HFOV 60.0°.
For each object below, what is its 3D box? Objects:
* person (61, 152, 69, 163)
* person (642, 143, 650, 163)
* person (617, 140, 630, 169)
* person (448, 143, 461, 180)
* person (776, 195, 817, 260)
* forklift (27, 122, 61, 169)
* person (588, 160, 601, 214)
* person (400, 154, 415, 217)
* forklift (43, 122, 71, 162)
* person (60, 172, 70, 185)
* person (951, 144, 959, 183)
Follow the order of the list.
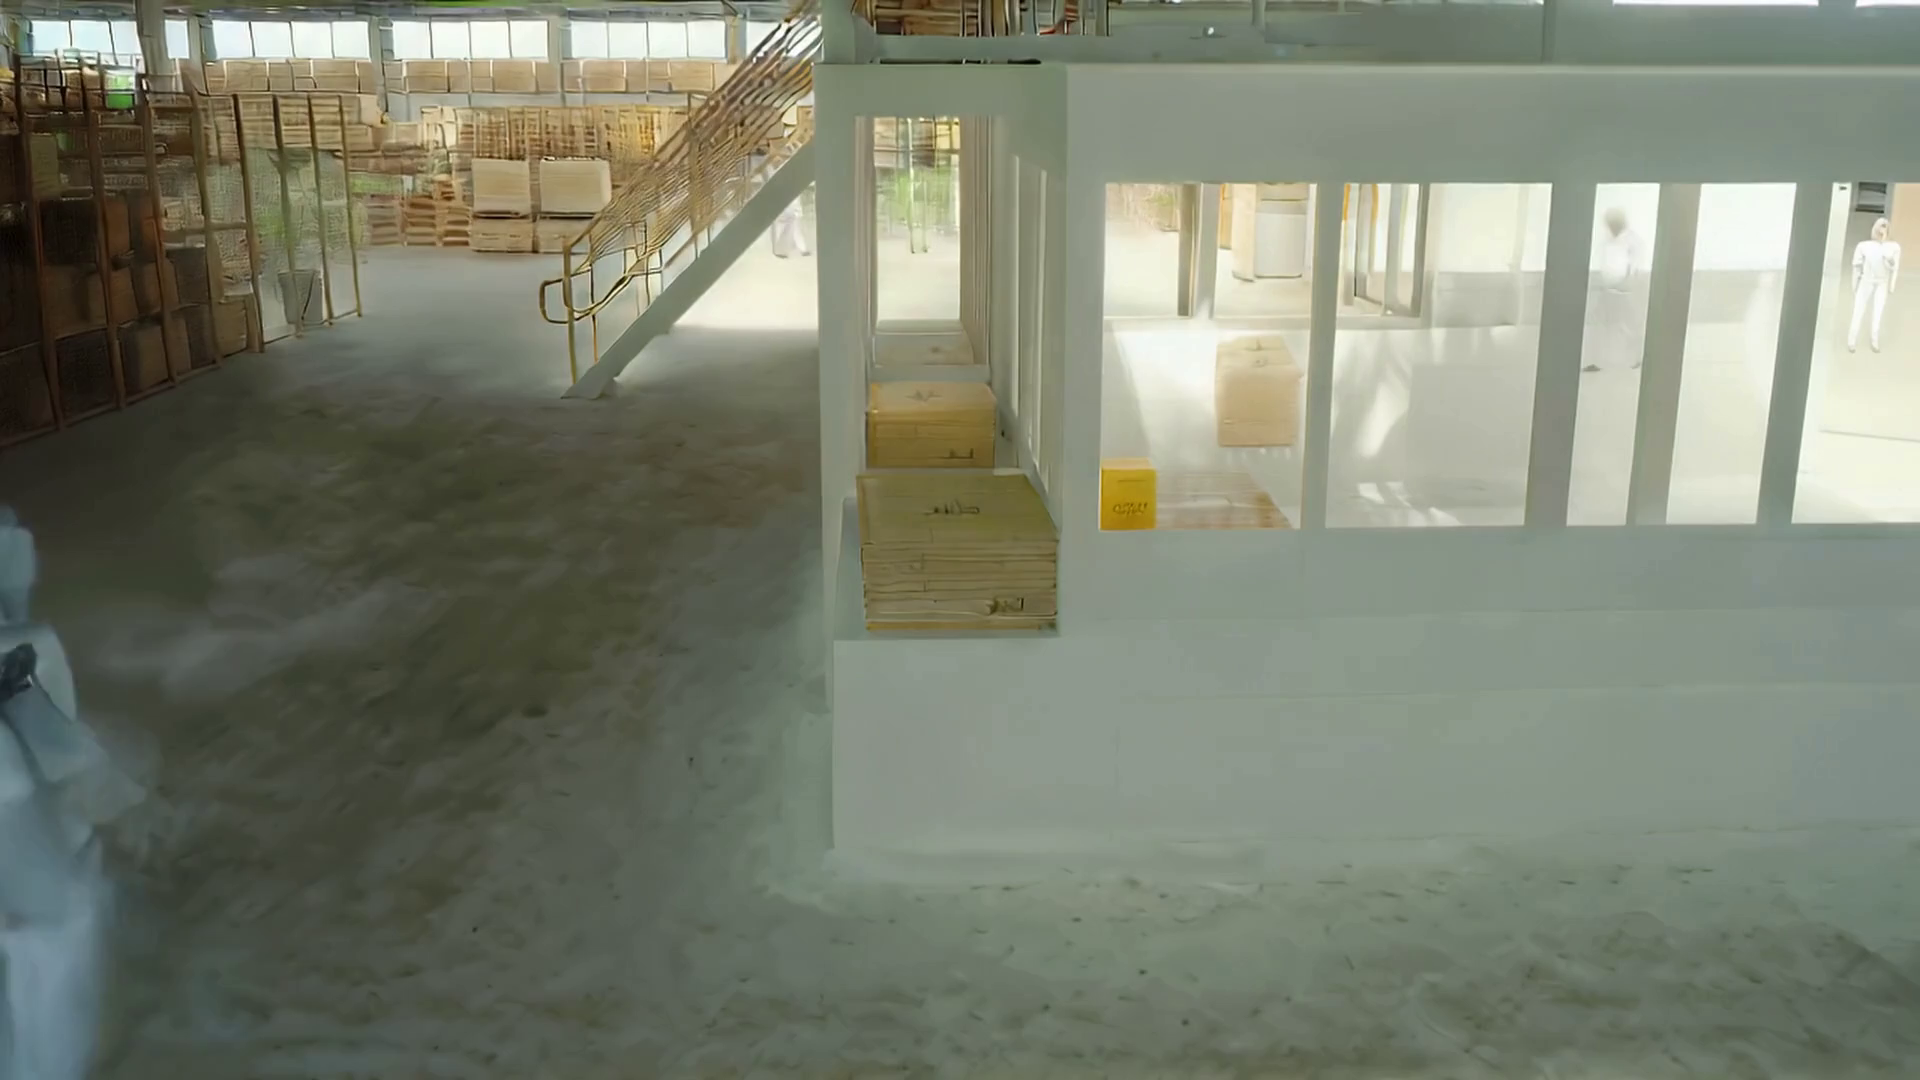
[{"bbox_3d":[-36.336,-14.971,67.689,0.541,1.621,0.351,7,16,25],"label":"person"},{"bbox_3d":[-15.915,-19.239,84.398,0.496,1.811,0.576,-2,14,-7],"label":"person"},{"bbox_3d":[-15.749,-17.671,77.755,0.622,1.993,0.384,-7,16,-26],"label":"person"},{"bbox_3d":[-23.496,-17.494,77.321,0.637,1.855,0.964,-5,15,-18],"label":"person"},{"bbox_3d":[-3.374,-6.641,33.980,0.972,1.831,0.594,4,14,14],"label":"person"},{"bbox_3d":[-35.376,-14.773,64.377,1.129,2.768,1.873,-1,14,-2],"label":"forklift"},{"bbox_3d":[-10.136,-9.651,46.164,0.321,1.769,0.523,-5,15,-18],"label":"person"},{"bbox_3d":[-16.401,-10.493,49.322,0.515,1.872,0.328,6,15,23],"label":"person"},{"bbox_3d":[-38.538,-16.443,71.051,1.129,2.768,1.873,-1,14,-3],"label":"forklift"},{"bbox_3d":[-20.481,-7.642,37.578,0.676,2.000,0.536,-1,14,-4],"label":"person"},{"bbox_3d":[-0.122,-17.747,78.453,0.818,1.810,0.610,-13,19,-41],"label":"person"}]
